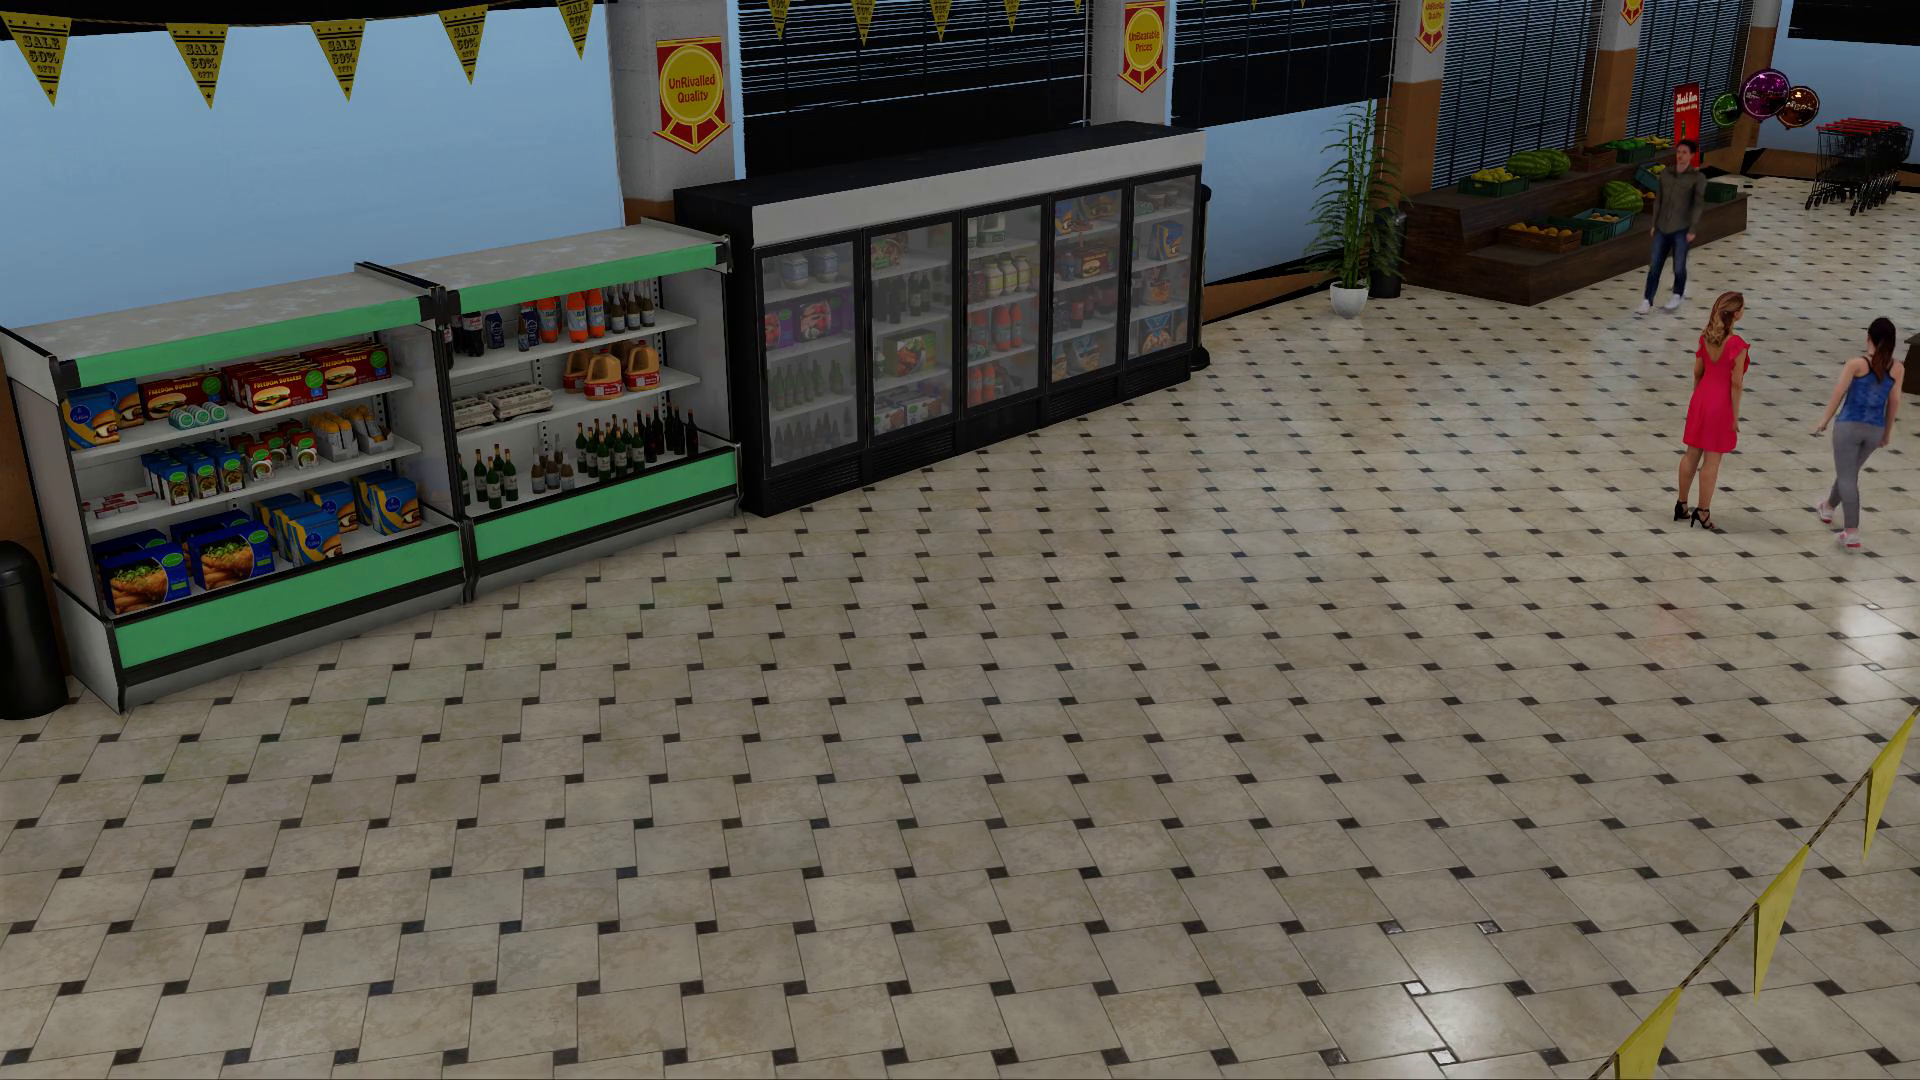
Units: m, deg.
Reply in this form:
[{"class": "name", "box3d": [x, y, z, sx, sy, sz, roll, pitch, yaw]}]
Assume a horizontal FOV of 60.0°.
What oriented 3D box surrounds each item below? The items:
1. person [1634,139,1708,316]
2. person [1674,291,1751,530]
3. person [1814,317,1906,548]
[{"class": "person", "box3d": [7.608, -3.278, 17.594, 1.118, 1.817, 0.713, -20, 29, -40]}, {"class": "person", "box3d": [5.371, -0.935, 11.882, 0.658, 1.728, 0.648, -8, 23, -20]}, {"class": "person", "box3d": [6.256, -0.716, 11.544, 1.001, 1.573, 1.089, 1, 22, 3]}]
